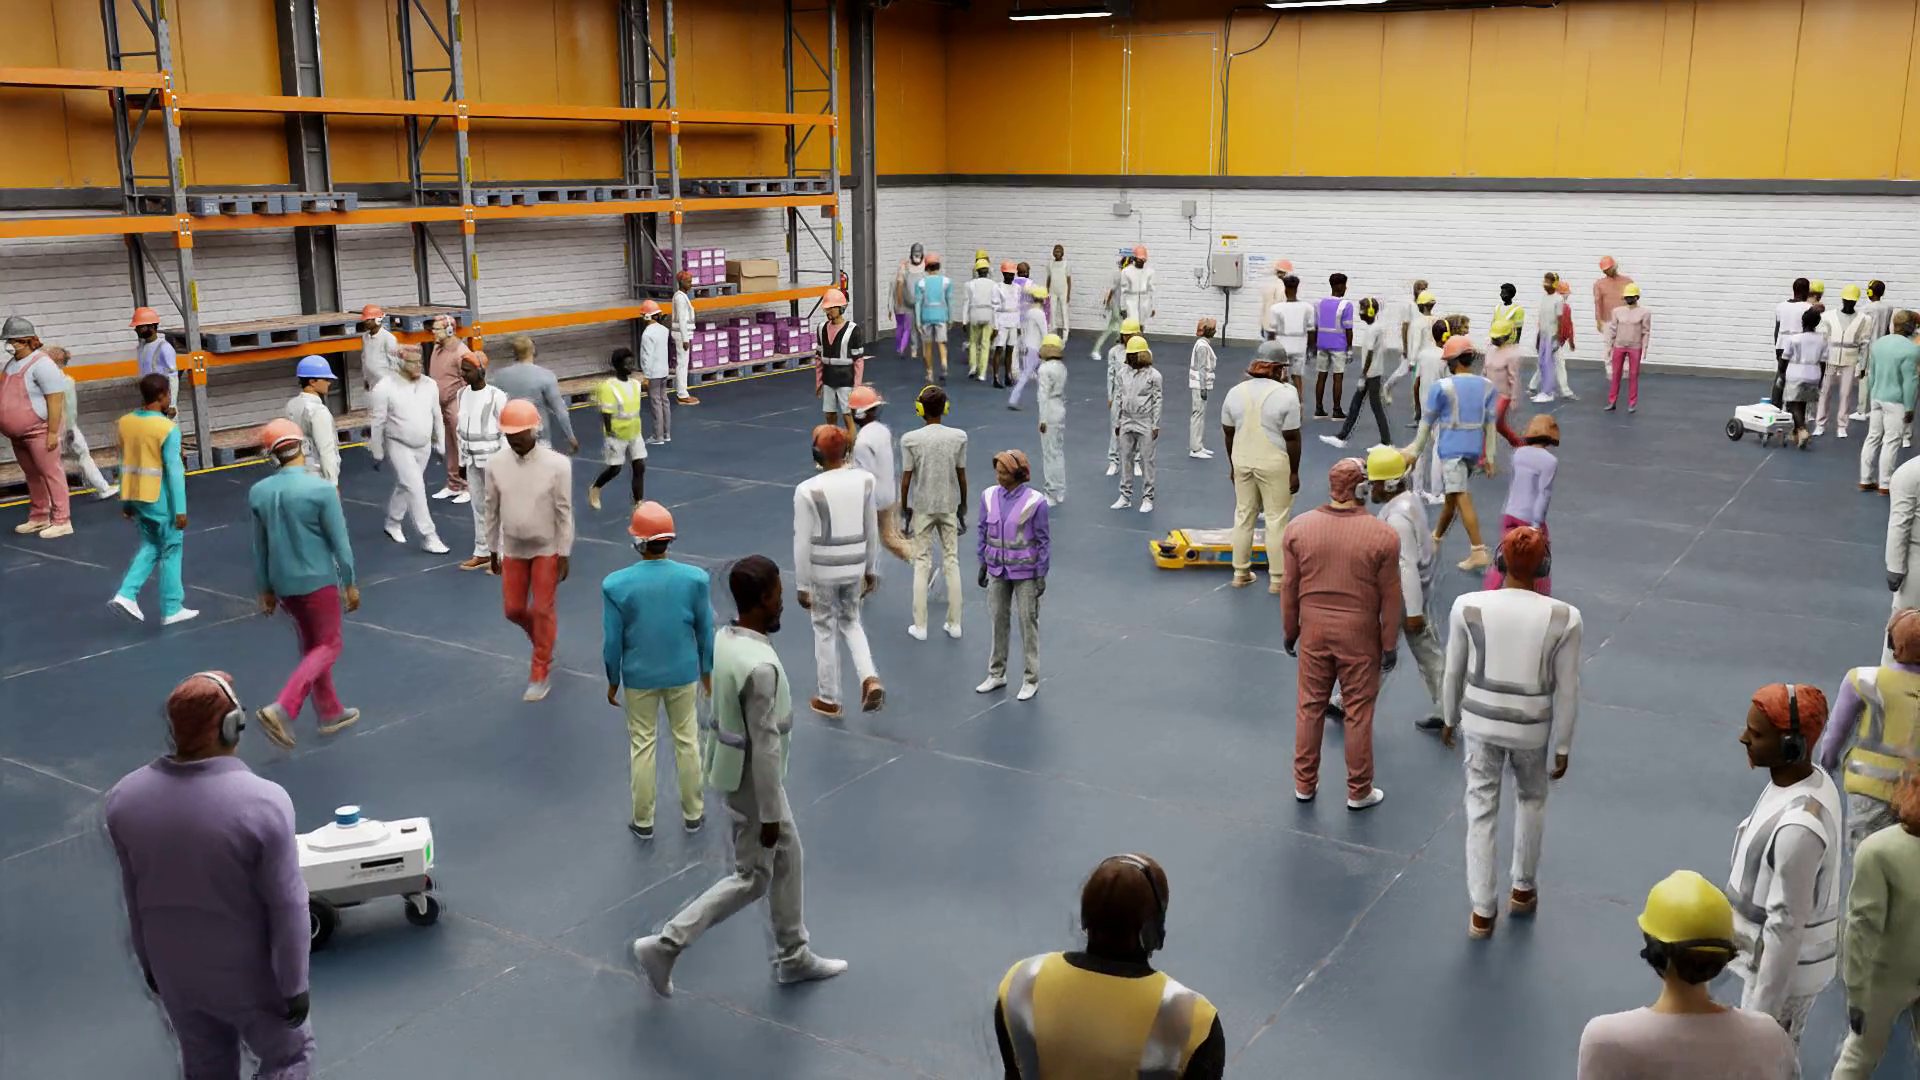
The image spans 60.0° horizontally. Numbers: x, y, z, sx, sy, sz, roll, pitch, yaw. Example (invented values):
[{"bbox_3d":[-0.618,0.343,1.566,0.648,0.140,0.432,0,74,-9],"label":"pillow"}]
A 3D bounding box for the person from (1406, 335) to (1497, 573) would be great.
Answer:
[{"bbox_3d":[4.271,-0.742,14.209,0.630,1.981,1.092,-5,14,-19],"label":"person"}]

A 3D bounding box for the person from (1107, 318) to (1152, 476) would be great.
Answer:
[{"bbox_3d":[1.853,-1.563,18.248,0.487,1.739,0.313,2,13,9],"label":"person"}]

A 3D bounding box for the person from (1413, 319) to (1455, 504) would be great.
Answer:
[{"bbox_3d":[4.805,-1.292,16.804,0.313,1.861,0.530,-8,15,-31],"label":"person"}]

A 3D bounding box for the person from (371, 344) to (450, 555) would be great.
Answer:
[{"bbox_3d":[-4.929,-0.832,14.849,1.030,1.850,0.654,9,16,34],"label":"person"}]

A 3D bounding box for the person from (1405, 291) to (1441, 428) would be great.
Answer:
[{"bbox_3d":[5.990,-2.328,21.510,0.533,1.765,0.330,-9,16,-35],"label":"person"}]

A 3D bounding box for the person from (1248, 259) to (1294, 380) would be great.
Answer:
[{"bbox_3d":[4.662,-3.180,24.740,0.633,1.977,0.723,12,18,43],"label":"person"}]

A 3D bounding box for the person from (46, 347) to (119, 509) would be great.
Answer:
[{"bbox_3d":[-8.955,-1.134,16.690,0.510,1.599,0.814,5,14,21],"label":"person"}]

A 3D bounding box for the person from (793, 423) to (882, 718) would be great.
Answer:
[{"bbox_3d":[-0.752,0.213,10.252,0.595,1.872,0.519,-9,16,-33],"label":"person"}]

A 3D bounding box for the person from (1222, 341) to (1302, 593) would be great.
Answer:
[{"bbox_3d":[2.482,-0.604,13.424,0.672,2.000,0.536,11,17,40],"label":"person"}]

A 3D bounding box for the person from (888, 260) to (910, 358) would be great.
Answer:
[{"bbox_3d":[-0.996,-4.049,29.129,0.581,1.703,0.716,6,14,23],"label":"person"}]

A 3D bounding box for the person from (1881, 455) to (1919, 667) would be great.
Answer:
[{"bbox_3d":[6.133,0.152,10.442,0.651,1.907,0.409,-2,13,-10],"label":"person"}]

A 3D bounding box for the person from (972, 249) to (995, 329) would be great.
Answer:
[{"bbox_3d":[0.424,-4.661,31.693,0.490,1.735,0.331,8,15,33],"label":"person"}]

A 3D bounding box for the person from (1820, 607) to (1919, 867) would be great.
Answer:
[{"bbox_3d":[3.983,1.076,7.116,0.517,1.599,0.849,2,13,9],"label":"person"}]

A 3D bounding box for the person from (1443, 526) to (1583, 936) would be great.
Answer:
[{"bbox_3d":[2.494,0.837,7.581,0.580,1.863,0.717,5,14,19],"label":"person"}]

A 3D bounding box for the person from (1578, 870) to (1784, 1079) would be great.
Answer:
[{"bbox_3d":[1.763,1.693,4.109,0.521,1.750,0.561,-1,13,-3],"label":"person"}]

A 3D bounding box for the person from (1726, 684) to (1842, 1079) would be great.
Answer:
[{"bbox_3d":[2.589,1.356,5.289,0.344,1.879,0.581,7,15,27],"label":"person"}]

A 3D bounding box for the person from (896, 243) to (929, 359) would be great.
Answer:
[{"bbox_3d":[-0.764,-4.142,28.770,0.702,2.000,0.876,1,13,4],"label":"person"}]

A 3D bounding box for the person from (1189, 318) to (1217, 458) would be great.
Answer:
[{"bbox_3d":[2.823,-1.771,19.389,0.315,1.634,0.516,2,13,9],"label":"person"}]

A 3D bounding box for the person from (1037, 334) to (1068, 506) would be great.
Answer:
[{"bbox_3d":[0.883,-1.207,16.786,0.357,1.701,0.661,8,15,30],"label":"person"}]

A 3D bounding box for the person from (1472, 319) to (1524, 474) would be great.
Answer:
[{"bbox_3d":[6.044,-1.604,18.466,0.842,1.728,0.550,-4,14,-19],"label":"person"}]

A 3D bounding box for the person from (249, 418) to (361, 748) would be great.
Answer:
[{"bbox_3d":[-3.934,0.265,9.854,0.636,1.954,0.783,5,14,20],"label":"person"}]

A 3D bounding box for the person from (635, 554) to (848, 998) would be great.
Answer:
[{"bbox_3d":[-0.916,0.995,6.856,0.845,1.880,0.613,-4,14,-18],"label":"person"}]

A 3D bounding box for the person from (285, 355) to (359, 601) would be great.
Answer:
[{"bbox_3d":[-5.059,-0.483,13.107,0.616,1.943,0.398,12,18,43],"label":"person"}]

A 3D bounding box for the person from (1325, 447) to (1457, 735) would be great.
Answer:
[{"bbox_3d":[2.609,0.319,10.024,0.935,1.769,0.618,6,14,25],"label":"person"}]

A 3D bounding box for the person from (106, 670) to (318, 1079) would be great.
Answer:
[{"bbox_3d":[-2.352,1.351,5.281,0.659,1.886,0.495,2,13,10],"label":"person"}]

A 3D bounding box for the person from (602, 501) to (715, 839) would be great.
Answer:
[{"bbox_3d":[-1.542,0.665,8.537,0.572,1.755,0.319,-4,14,-18],"label":"person"}]

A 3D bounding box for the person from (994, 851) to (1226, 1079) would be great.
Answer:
[{"bbox_3d":[0.384,1.654,4.208,0.632,1.783,1.003,7,15,27],"label":"person"}]

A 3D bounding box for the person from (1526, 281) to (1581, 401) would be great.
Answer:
[{"bbox_3d":[8.631,-2.889,24.077,0.574,1.711,0.902,-12,18,-42],"label":"person"}]

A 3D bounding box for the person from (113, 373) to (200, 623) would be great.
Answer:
[{"bbox_3d":[-6.039,-0.283,12.365,0.637,1.895,0.570,5,14,22],"label":"person"}]

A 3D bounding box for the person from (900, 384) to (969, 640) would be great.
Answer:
[{"bbox_3d":[-0.184,-0.198,12.071,0.509,1.861,0.327,-2,13,-10],"label":"person"}]

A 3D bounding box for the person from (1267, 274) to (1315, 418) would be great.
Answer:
[{"bbox_3d":[4.329,-2.501,21.841,0.628,1.953,0.450,-1,13,-3],"label":"person"}]

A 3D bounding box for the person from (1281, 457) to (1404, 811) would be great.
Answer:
[{"bbox_3d":[2.050,0.501,8.934,0.645,1.905,0.400,7,15,28],"label":"person"}]

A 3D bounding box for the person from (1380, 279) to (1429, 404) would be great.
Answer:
[{"bbox_3d":[6.250,-2.721,23.114,0.520,1.819,0.827,-7,15,-29],"label":"person"}]

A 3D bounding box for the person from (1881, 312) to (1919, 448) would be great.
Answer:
[{"bbox_3d":[11.401,-1.939,20.101,0.511,1.638,0.308,10,16,37],"label":"person"}]

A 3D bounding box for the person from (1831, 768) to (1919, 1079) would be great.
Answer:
[{"bbox_3d":[3.123,1.472,5.405,0.515,1.590,0.783,1,13,2],"label":"person"}]

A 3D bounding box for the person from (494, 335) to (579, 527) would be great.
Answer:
[{"bbox_3d":[-3.919,-0.910,15.113,0.686,1.882,1.027,7,15,27],"label":"person"}]

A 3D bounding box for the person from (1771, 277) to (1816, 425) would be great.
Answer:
[{"bbox_3d":[10.911,-2.458,21.792,0.391,1.895,0.593,-5,14,-21],"label":"person"}]

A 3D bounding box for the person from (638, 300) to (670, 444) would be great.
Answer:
[{"bbox_3d":[-3.749,-2.052,20.330,0.327,1.753,0.560,3,13,13],"label":"person"}]
